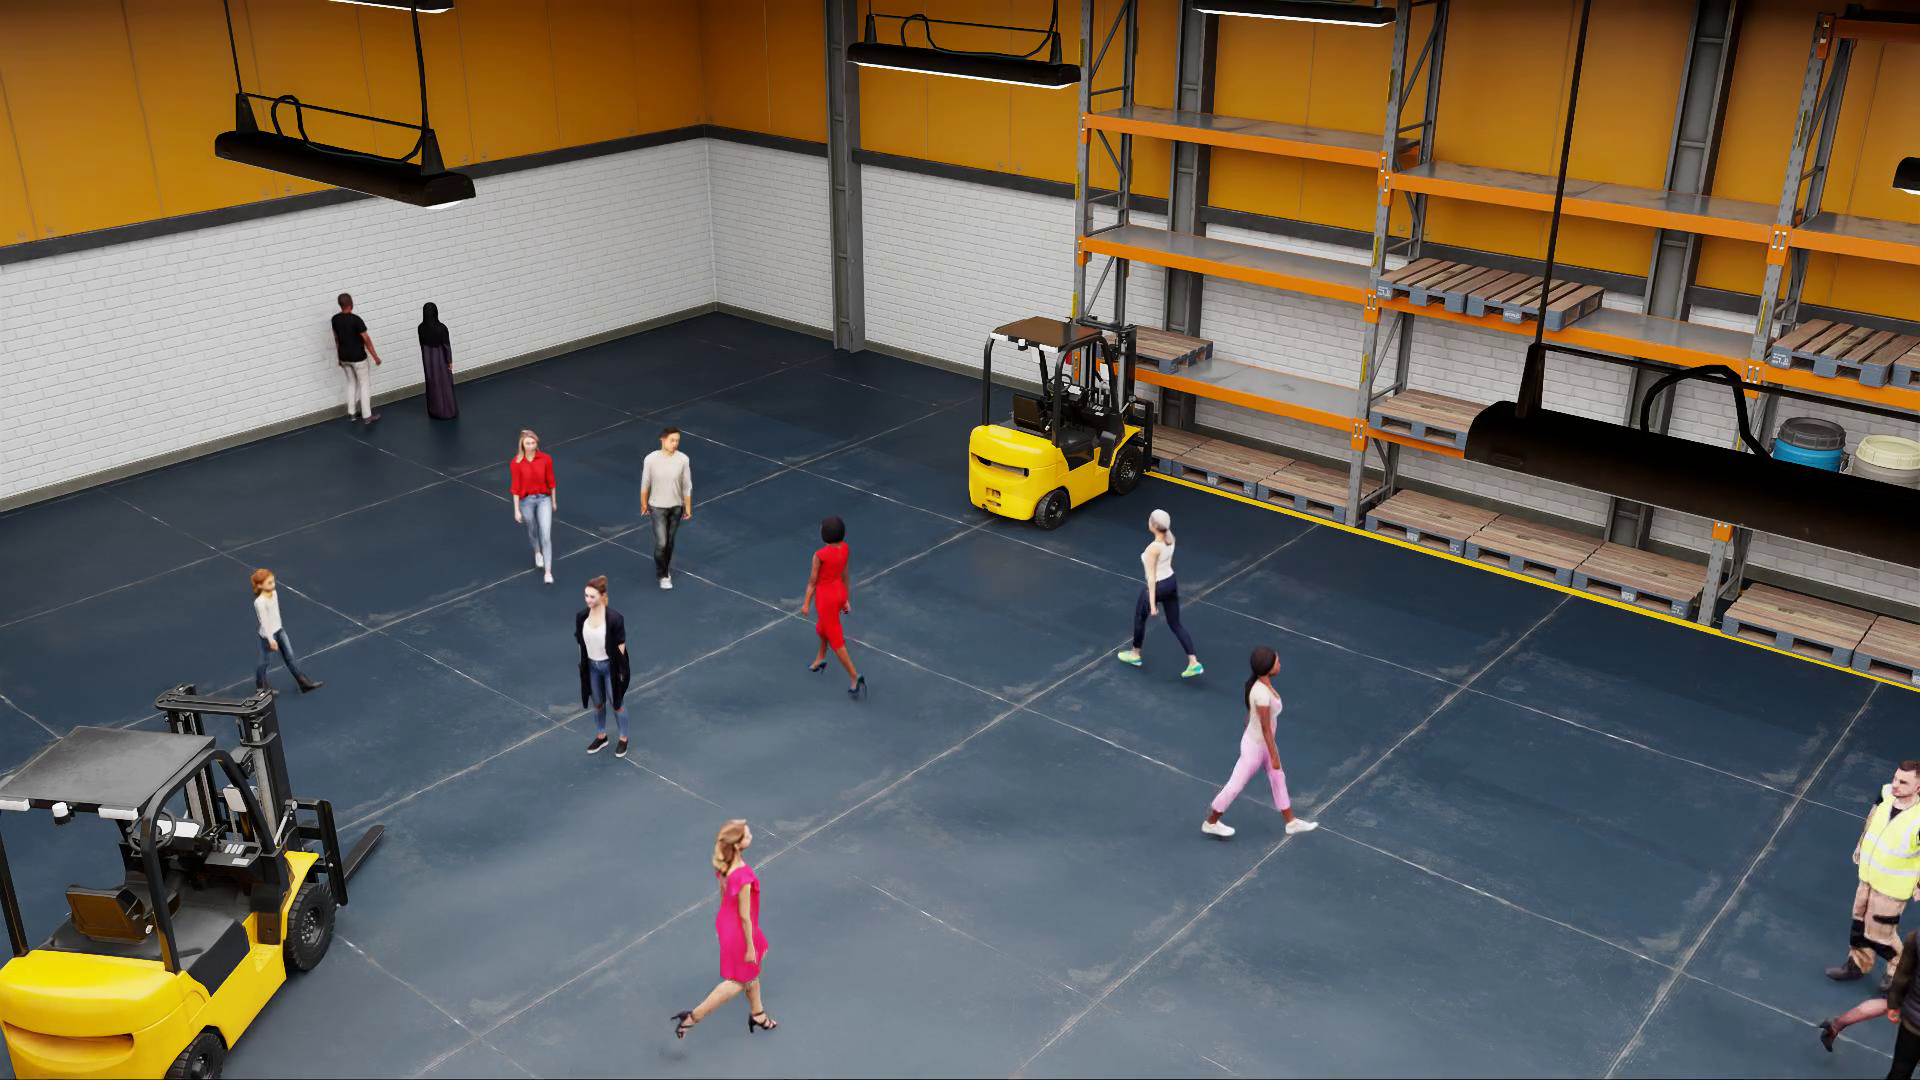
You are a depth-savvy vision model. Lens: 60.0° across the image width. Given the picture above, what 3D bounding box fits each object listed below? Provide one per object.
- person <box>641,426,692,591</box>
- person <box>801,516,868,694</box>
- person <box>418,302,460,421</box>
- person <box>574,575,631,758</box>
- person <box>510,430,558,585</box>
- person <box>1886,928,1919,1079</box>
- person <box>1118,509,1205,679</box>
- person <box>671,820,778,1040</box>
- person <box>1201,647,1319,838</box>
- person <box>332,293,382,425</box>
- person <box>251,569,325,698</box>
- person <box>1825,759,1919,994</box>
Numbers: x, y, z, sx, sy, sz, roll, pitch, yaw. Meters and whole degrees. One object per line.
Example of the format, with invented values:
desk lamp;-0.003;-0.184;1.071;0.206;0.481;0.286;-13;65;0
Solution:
person;-3.158;-0.378;17.635;0.879;1.776;0.958;-5;24;-11
person;-1.152;0.633;15.410;1.070;1.706;0.636;16;28;33
person;-7.115;-2.442;22.557;0.693;1.616;0.773;3;24;8
person;-3.074;1.089;14.394;0.651;1.683;0.776;6;24;13
person;-4.562;-0.386;17.811;1.020;1.650;1.234;-8;25;-18
person;5.883;2.907;10.047;0.557;1.835;0.782;14;27;29
person;1.975;0.537;15.677;0.673;1.668;1.190;-22;32;-40
person;-1.545;2.603;10.907;0.885;1.703;0.973;-10;26;-22
person;2.254;1.648;13.110;1.198;1.688;1.012;2;24;5
person;-8.118;-2.413;22.259;0.740;1.801;0.834;8;25;17
person;-6.433;0.874;15.375;0.923;1.293;0.772;3;24;6
person;6.453;2.291;11.457;0.934;1.834;0.867;-5;24;-11
